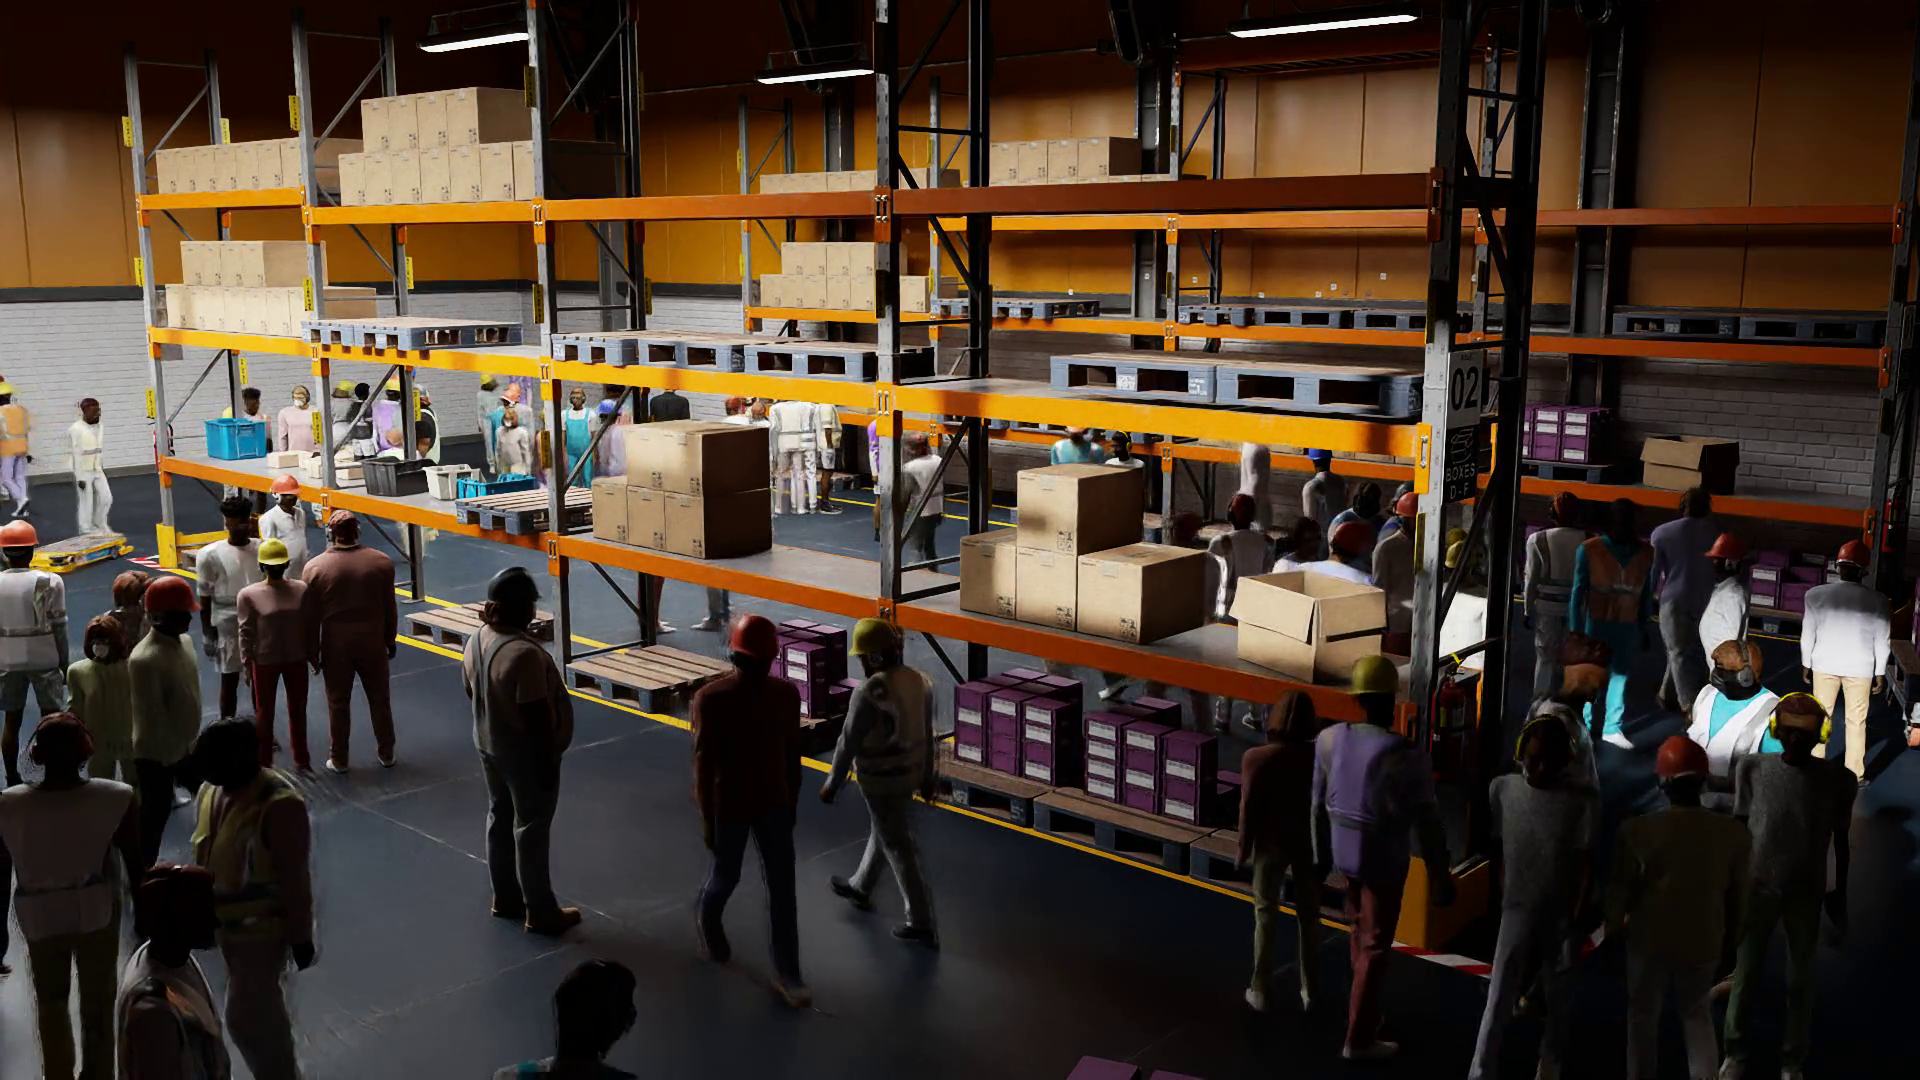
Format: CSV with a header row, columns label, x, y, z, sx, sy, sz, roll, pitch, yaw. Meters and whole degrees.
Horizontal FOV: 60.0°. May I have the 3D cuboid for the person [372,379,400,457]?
label,x,y,z,sx,sy,sz,roll,pitch,yaw
person,-7.977,-1.313,23.480,0.608,1.912,0.418,2,10,10

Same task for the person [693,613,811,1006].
label,x,y,z,sx,sy,sz,roll,pitch,yaw
person,-1.089,1.316,8.487,0.620,1.959,0.896,-5,11,-28

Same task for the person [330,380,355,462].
label,x,y,z,sx,sy,sz,roll,pitch,yaw
person,-9.602,-1.627,25.774,0.519,1.730,0.433,-5,11,-28

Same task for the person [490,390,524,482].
label,x,y,z,sx,sy,sz,roll,pitch,yaw
person,-6.435,-1.281,23.801,0.575,1.736,0.355,5,11,25

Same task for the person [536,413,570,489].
label,x,y,z,sx,sy,sz,roll,pitch,yaw
person,-5.187,-0.845,21.281,0.365,1.753,0.571,5,11,26

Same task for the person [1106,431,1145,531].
label,x,y,z,sx,sy,sz,roll,pitch,yaw
person,1.718,-0.232,17.543,0.521,1.856,0.351,8,13,37

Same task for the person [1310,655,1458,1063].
label,x,y,z,sx,sy,sz,roll,pitch,yaw
person,1.968,1.480,7.714,0.521,1.907,0.669,-8,13,-38

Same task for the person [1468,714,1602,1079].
label,x,y,z,sx,sy,sz,roll,pitch,yaw
person,2.456,1.634,7.136,0.481,1.807,0.976,6,12,30

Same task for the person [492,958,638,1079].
label,x,y,z,sx,sy,sz,roll,pitch,yaw
person,-1.096,2.045,4.788,0.562,1.796,0.883,0,10,-1

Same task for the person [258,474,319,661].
label,x,y,z,sx,sy,sz,roll,pitch,yaw
person,-6.021,0.273,14.956,0.335,1.753,0.563,3,10,14

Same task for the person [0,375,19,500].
label,x,y,z,sx,sy,sz,roll,pitch,yaw
person,-14.278,-1.532,24.841,0.357,1.878,0.568,3,10,17

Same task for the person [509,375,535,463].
label,x,y,z,sx,sy,sz,roll,pitch,yaw
person,-7.670,-2.337,28.954,0.610,2.030,0.409,9,13,41

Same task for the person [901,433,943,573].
label,x,y,z,sx,sy,sz,roll,pitch,yaw
person,-0.393,-0.280,17.979,0.583,1.802,0.618,9,14,42

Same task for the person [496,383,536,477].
label,x,y,z,sx,sy,sz,roll,pitch,yaw
person,-6.581,-1.450,24.686,0.566,1.755,0.321,-2,10,-8

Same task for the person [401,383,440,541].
label,x,y,z,sx,sy,sz,roll,pitch,yaw
person,-6.972,-1.009,21.394,0.537,2.000,0.689,-1,10,-8

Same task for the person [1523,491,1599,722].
label,x,y,z,sx,sy,sz,roll,pitch,yaw
person,4.702,0.551,13.023,0.576,1.883,0.355,2,10,9

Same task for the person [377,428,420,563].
label,x,y,z,sx,sy,sz,roll,pitch,yaw
person,-6.709,-0.545,20.001,0.537,1.599,0.652,-3,11,-18

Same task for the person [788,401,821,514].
label,x,y,z,sx,sy,sz,roll,pitch,yaw
person,-2.221,-1.300,23.490,0.575,1.883,0.355,0,10,1

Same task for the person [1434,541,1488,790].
label,x,y,z,sx,sy,sz,roll,pitch,yaw
person,3.469,0.869,11.585,0.517,1.757,0.336,6,12,29

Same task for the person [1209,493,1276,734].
label,x,y,z,sx,sy,sz,roll,pitch,yaw
person,2.179,0.571,12.943,0.578,1.878,0.355,-3,11,-17

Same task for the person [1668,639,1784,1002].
label,x,y,z,sx,sy,sz,roll,pitch,yaw
person,3.873,1.394,8.384,0.430,1.840,0.621,-3,11,-17

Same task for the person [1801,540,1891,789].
label,x,y,z,sx,sy,sz,roll,pitch,yaw
person,6.167,0.867,11.597,0.559,1.752,0.326,8,13,37

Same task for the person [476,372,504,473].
label,x,y,z,sx,sy,sz,roll,pitch,yaw
person,-7.778,-1.940,27.599,0.500,1.702,0.498,-5,11,-26

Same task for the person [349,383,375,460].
label,x,y,z,sx,sy,sz,roll,pitch,yaw
person,-9.175,-1.578,25.615,0.534,1.689,0.332,8,13,39

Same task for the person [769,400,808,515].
label,x,y,z,sx,sy,sz,roll,pitch,yaw
person,-2.436,-1.299,23.443,0.667,1.902,0.555,-4,11,-24

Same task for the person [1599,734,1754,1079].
label,x,y,z,sx,sy,sz,roll,pitch,yaw
person,3.033,1.679,7.059,0.580,1.738,0.542,0,10,2

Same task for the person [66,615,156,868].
label,x,y,z,sx,sy,sz,roll,pitch,yaw
person,-4.990,1.239,9.832,0.507,1.632,0.273,-2,10,-10

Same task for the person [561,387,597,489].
label,x,y,z,sx,sy,sz,roll,pitch,yaw
person,-5.250,-1.180,22.913,0.507,1.847,0.345,0,10,-1

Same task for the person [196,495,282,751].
label,x,y,z,sx,sy,sz,roll,pitch,yaw
person,-5.308,0.633,12.326,0.613,1.961,0.367,-9,14,-43

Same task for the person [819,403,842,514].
label,x,y,z,sx,sy,sz,roll,pitch,yaw
person,-1.845,-1.355,23.567,0.366,1.962,0.614,-1,10,-6

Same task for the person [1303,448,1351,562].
label,x,y,z,sx,sy,sz,roll,pitch,yaw
person,3.442,0.025,15.832,0.602,1.940,0.402,-8,13,-39

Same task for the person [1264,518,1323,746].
label,x,y,z,sx,sy,sz,roll,pitch,yaw
person,2.539,0.740,12.158,0.510,1.805,0.872,-6,12,-32

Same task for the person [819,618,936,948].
label,x,y,z,sx,sy,sz,roll,pitch,yaw
person,-0.450,1.295,9.119,0.893,1.766,0.583,6,12,32

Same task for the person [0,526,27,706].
label,x,y,z,sx,sy,sz,roll,pitch,yaw
person,-7.881,0.499,13.462,0.502,1.837,0.349,-4,11,-20

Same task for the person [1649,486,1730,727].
label,x,y,z,sx,sy,sz,roll,pitch,yaw
person,5.801,0.519,13.243,0.651,1.886,0.985,1,10,5
